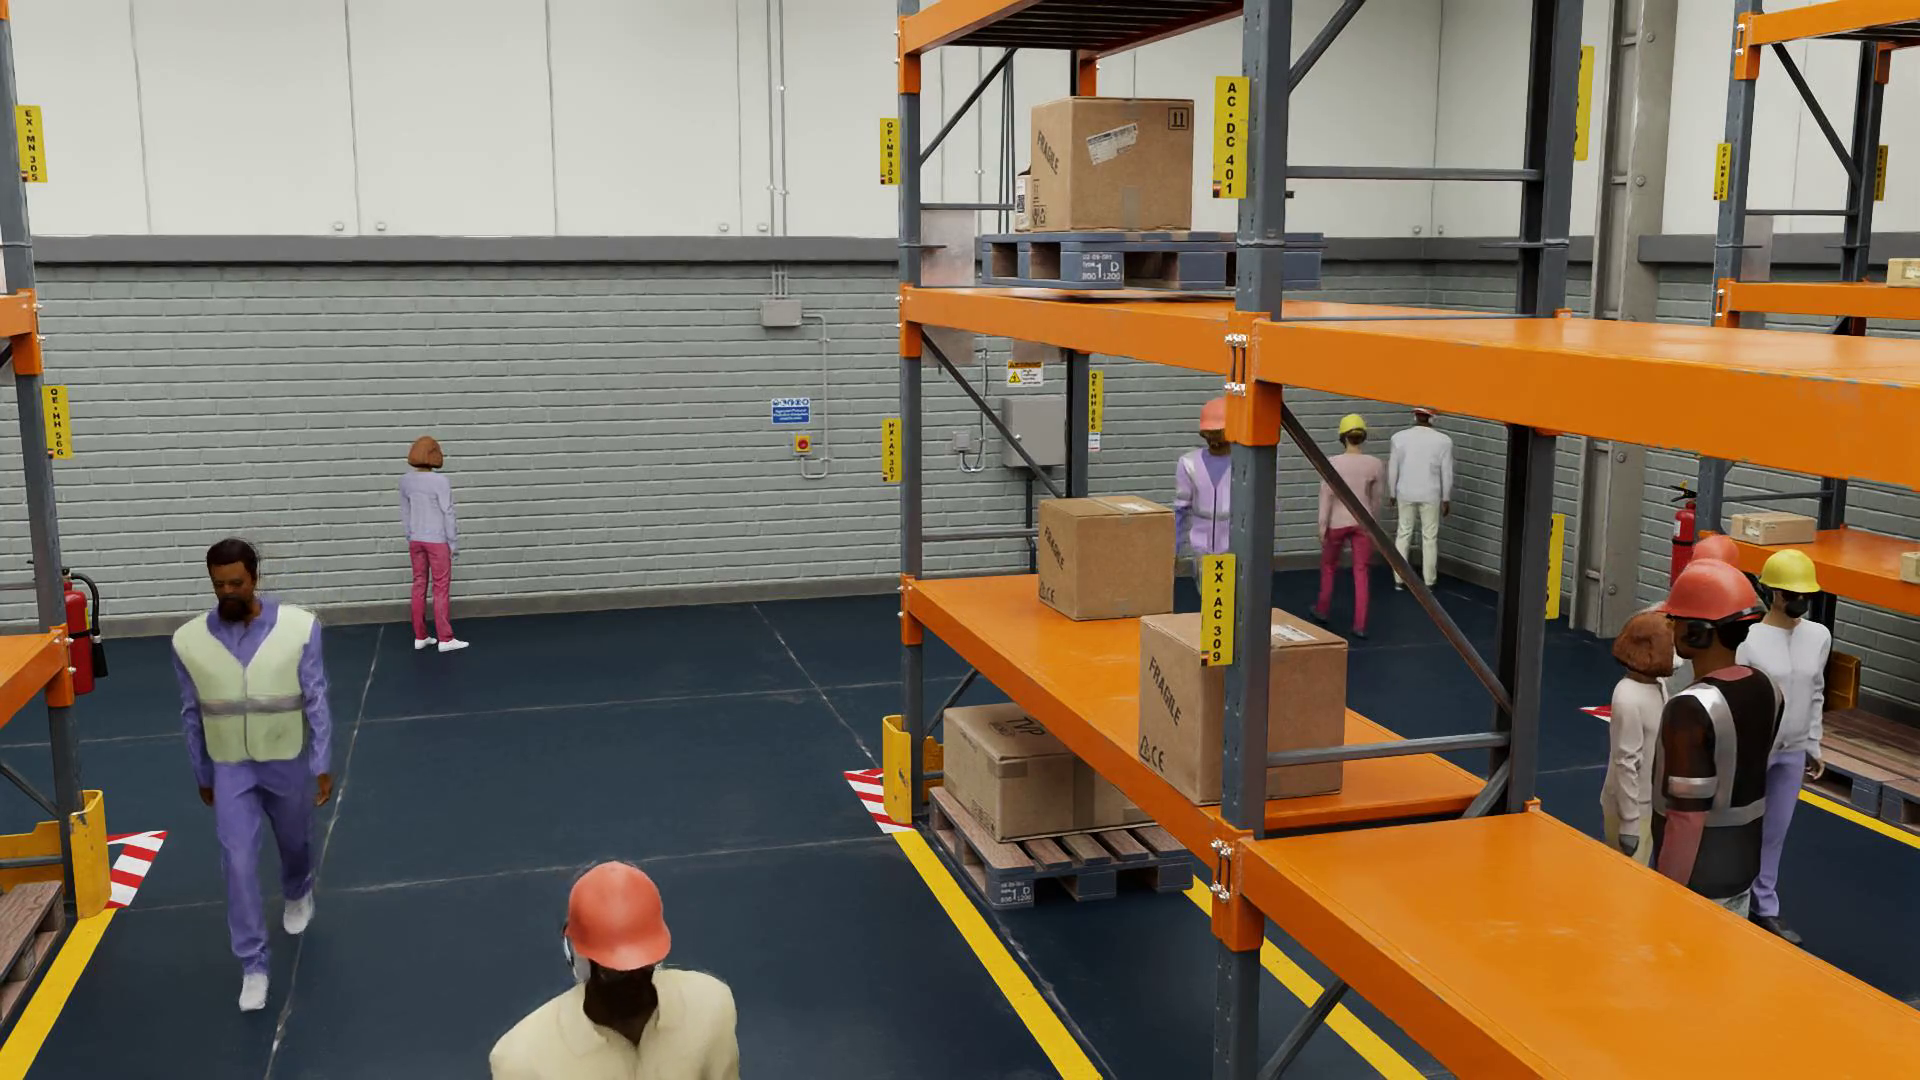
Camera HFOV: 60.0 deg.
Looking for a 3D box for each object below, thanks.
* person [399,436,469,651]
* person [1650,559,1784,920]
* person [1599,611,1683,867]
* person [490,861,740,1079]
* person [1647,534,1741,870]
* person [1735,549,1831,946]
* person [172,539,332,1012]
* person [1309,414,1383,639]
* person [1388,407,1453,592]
[{"bbox_3d":[-3.994,0.027,12.569,0.497,1.636,0.286,5,11,25],"label":"person"},{"bbox_3d":[2.402,1.072,5.453,0.615,2.041,0.385,-9,13,-41],"label":"person"},{"bbox_3d":[2.683,1.078,6.581,0.286,1.636,0.497,6,12,32],"label":"person"},{"bbox_3d":[-0.748,1.525,3.726,0.583,1.738,0.488,-6,11,-30],"label":"person"},{"bbox_3d":[3.426,0.835,7.670,0.355,1.736,0.582,-8,13,-39],"label":"person"},{"bbox_3d":[3.512,0.905,7.194,0.526,1.769,0.328,-2,10,-13],"label":"person"},{"bbox_3d":[-2.934,0.895,6.962,0.588,1.879,0.957,-3,11,-19],"label":"person"},{"bbox_3d":[3.052,-0.128,13.183,0.540,1.731,0.845,-1,10,-4],"label":"person"},{"bbox_3d":[4.084,-0.412,14.742,0.571,1.749,0.342,6,12,31],"label":"person"}]
